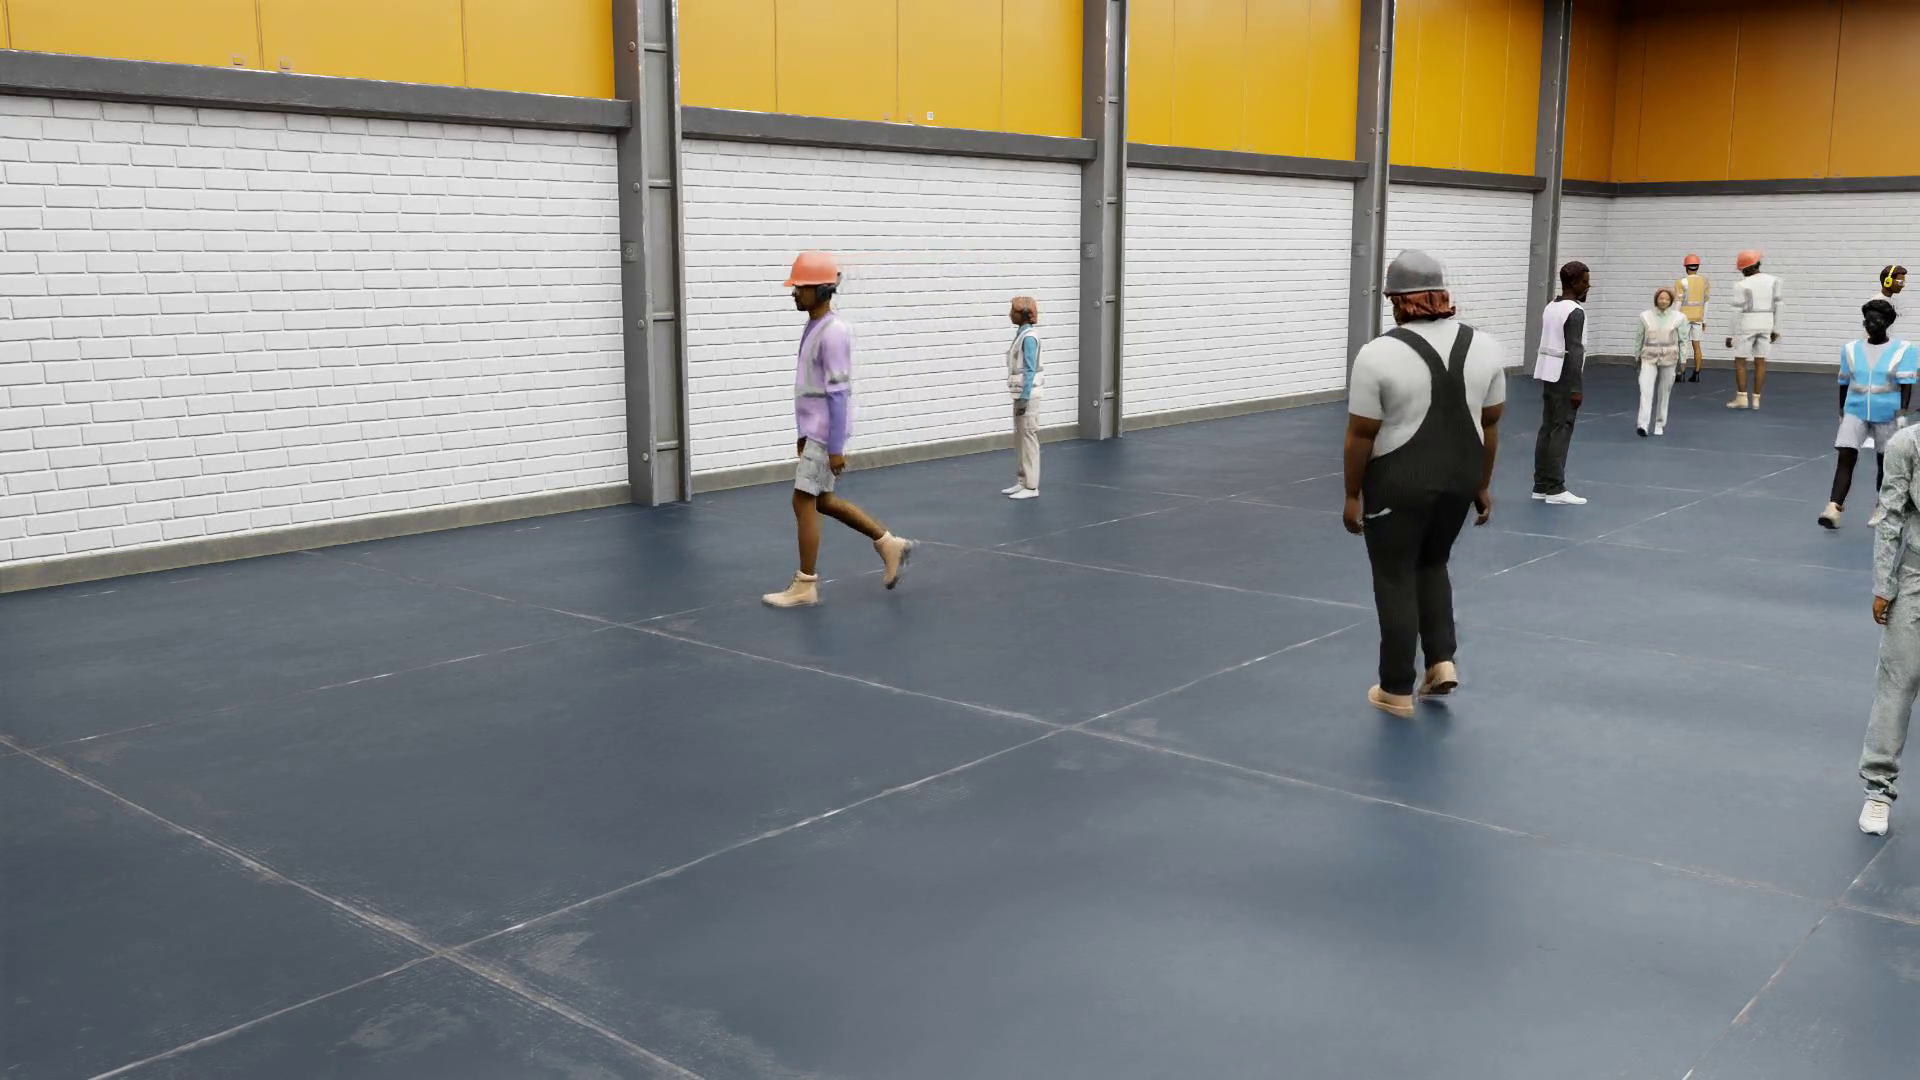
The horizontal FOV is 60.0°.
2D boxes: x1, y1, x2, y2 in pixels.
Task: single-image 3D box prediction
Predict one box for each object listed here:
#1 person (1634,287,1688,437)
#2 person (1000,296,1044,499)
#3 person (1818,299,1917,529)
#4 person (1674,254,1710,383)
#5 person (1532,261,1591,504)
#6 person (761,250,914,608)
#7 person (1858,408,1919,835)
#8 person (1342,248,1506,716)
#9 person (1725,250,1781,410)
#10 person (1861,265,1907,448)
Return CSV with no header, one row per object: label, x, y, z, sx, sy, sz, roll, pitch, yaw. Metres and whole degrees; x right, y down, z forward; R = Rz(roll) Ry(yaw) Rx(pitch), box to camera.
person,7.463,-1.884,17.739,0.534,1.590,0.877,5,11,26
person,0.517,-1.147,13.472,0.327,1.635,0.538,-1,10,-7
person,6.481,-0.874,11.853,0.538,1.655,0.847,9,14,42
person,10.993,-3.339,25.089,0.550,1.933,0.373,-1,10,-6
person,4.784,-1.249,13.240,0.373,1.916,0.596,0,10,-2
person,-0.697,-0.622,9.403,0.831,2.018,0.620,-2,10,-12
person,3.373,0.172,5.655,0.492,1.740,0.325,3,10,16
person,1.963,-0.257,7.244,0.713,2.000,0.538,-3,10,-17
person,9.936,-2.603,20.794,0.657,2.002,0.409,-1,10,-3
person,9.322,-1.851,16.877,0.367,1.853,0.488,9,13,42
